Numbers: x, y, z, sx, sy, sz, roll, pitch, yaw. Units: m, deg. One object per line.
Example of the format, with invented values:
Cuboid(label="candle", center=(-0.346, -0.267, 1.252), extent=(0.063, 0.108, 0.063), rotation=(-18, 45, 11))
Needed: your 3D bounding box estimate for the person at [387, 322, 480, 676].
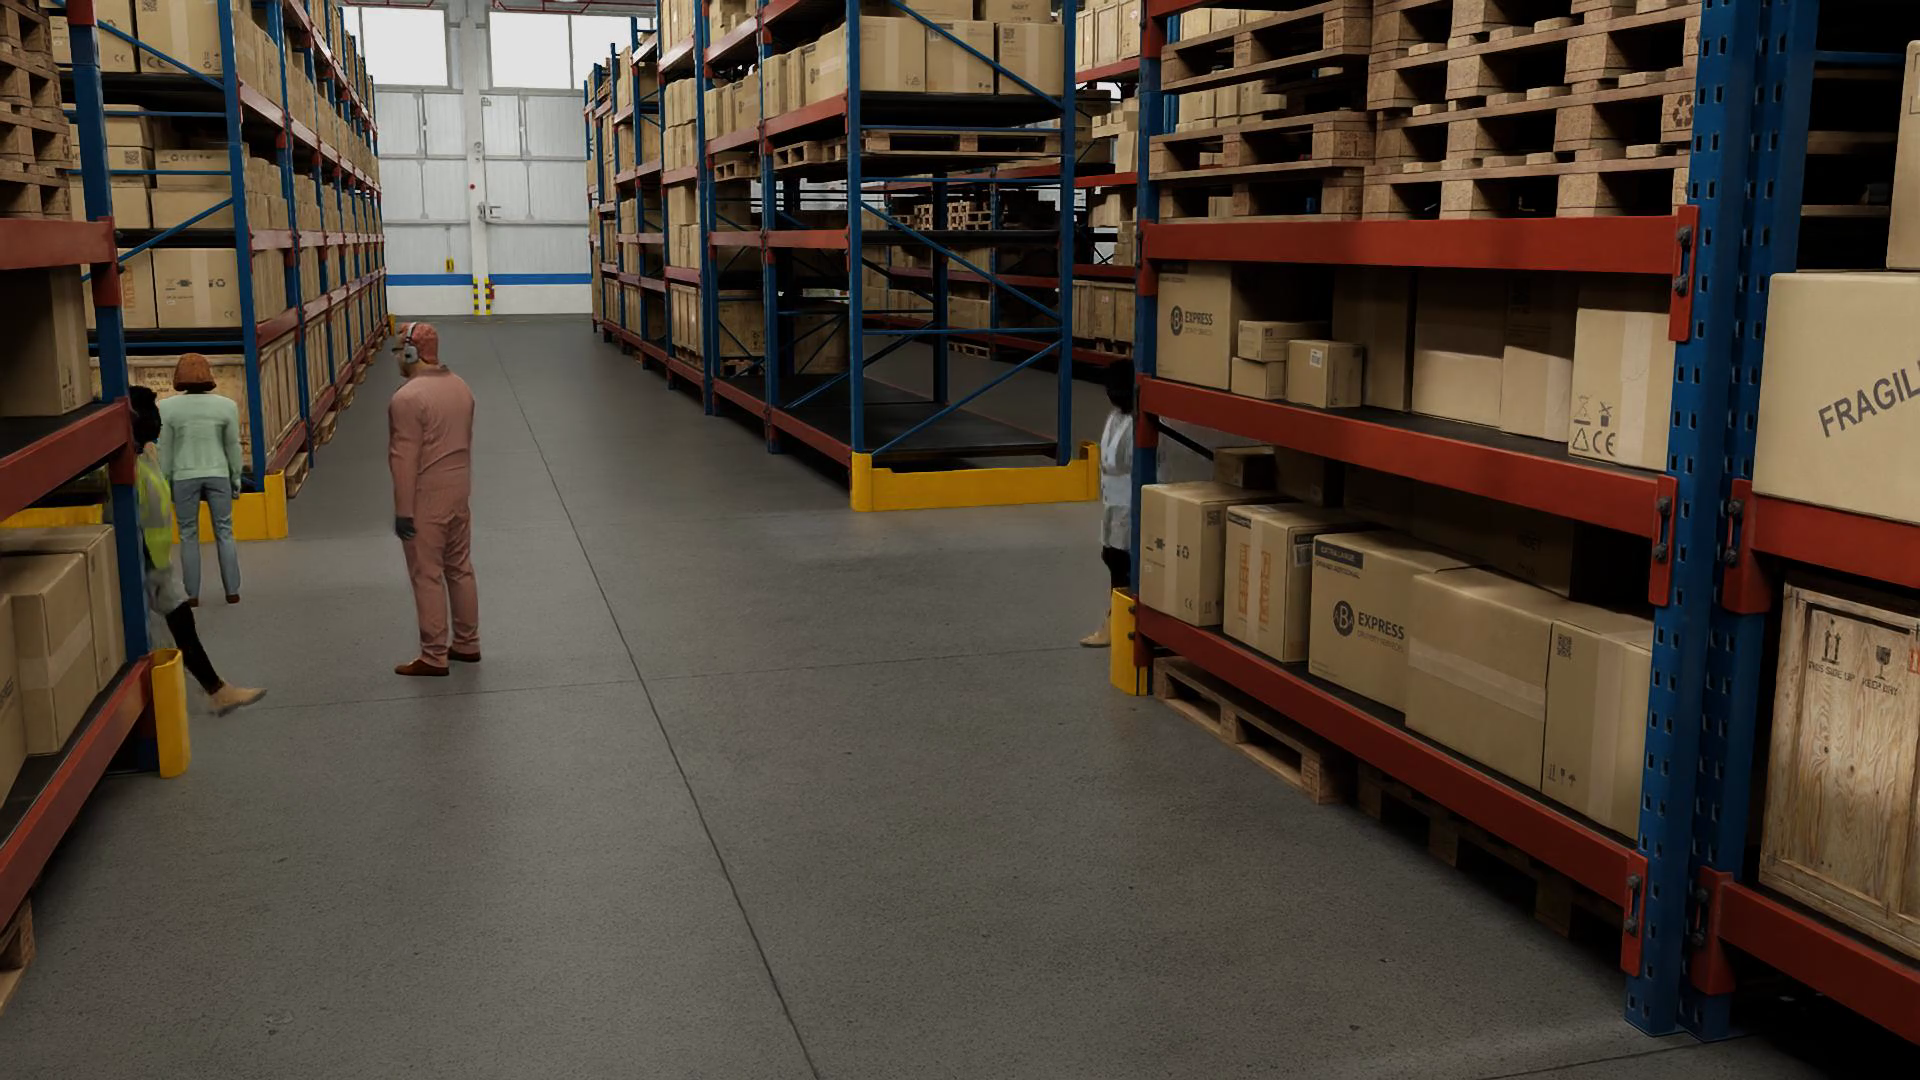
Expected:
Cuboid(label="person", center=(-2.866, -0.220, 8.983), extent=(0.398, 1.899, 0.649), rotation=(3, 11, 15))

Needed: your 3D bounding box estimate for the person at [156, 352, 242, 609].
Cuboid(label="person", center=(-4.818, -0.374, 10.568), extent=(0.494, 1.624, 0.279), rotation=(-7, 13, -34))

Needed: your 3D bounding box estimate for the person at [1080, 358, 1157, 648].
Cuboid(label="person", center=(1.003, -0.223, 9.607), extent=(0.644, 1.671, 0.537), rotation=(-4, 11, -19))

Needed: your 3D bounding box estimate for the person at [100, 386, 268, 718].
Cuboid(label="person", center=(-3.870, 0.092, 7.920), extent=(0.888, 1.647, 0.548), rotation=(-2, 11, -13))

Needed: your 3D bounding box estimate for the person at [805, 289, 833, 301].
Cuboid(label="person", center=(-3.160, -5.404, 37.287), extent=(0.615, 1.942, 1.018), rotation=(0, 10, -2))
